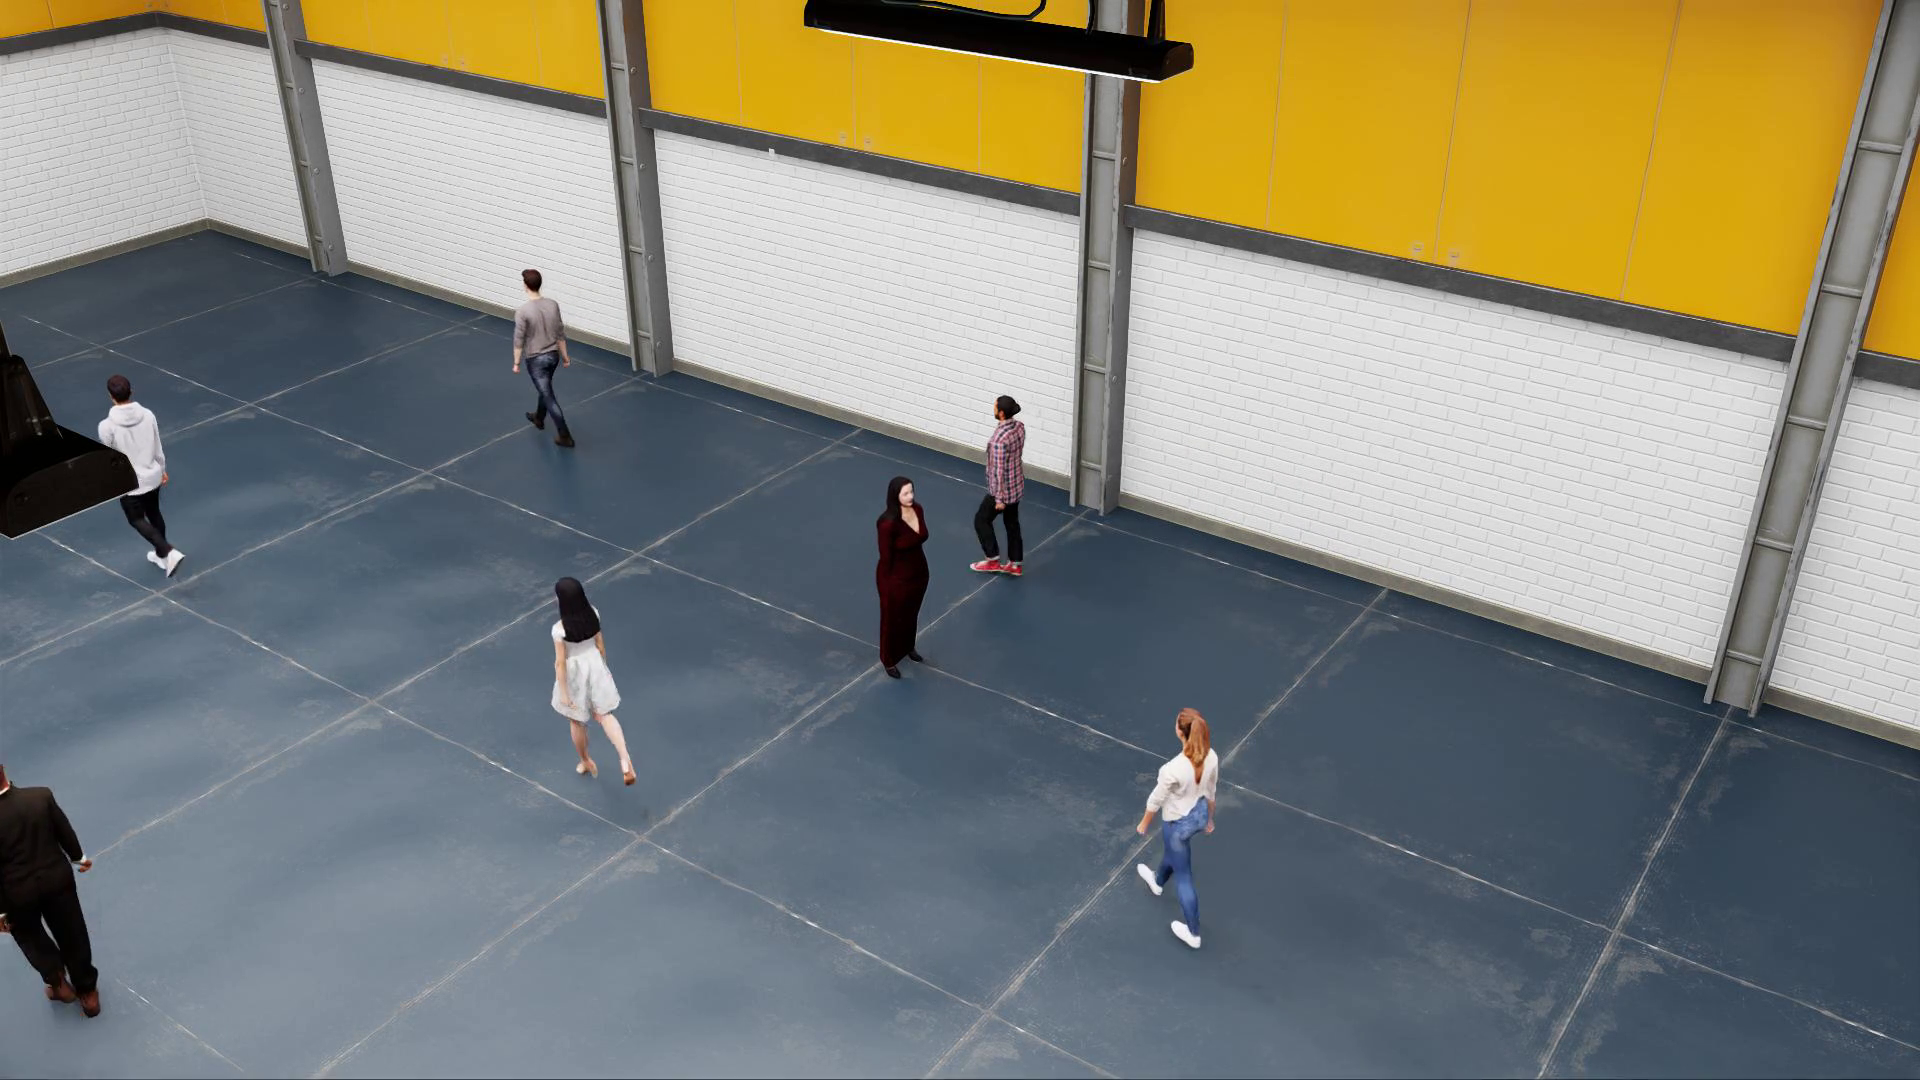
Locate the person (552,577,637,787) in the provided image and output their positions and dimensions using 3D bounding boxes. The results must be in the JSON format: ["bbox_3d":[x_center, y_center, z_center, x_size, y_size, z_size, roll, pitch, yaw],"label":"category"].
[{"bbox_3d":[-2.648,1.073,11.999,0.758,1.754,1.035,-25,37,-37],"label":"person"}]

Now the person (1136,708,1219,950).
[{"bbox_3d":[1.481,1.871,10.599,0.795,1.692,1.055,-21,35,-33],"label":"person"}]

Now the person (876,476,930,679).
[{"bbox_3d":[-0.482,0.272,13.463,0.584,1.757,0.650,19,34,31],"label":"person"}]

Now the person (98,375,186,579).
[{"bbox_3d":[-7.237,-0.522,14.764,0.975,1.905,0.659,19,34,31],"label":"person"}]

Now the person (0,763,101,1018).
[{"bbox_3d":[-5.489,2.124,9.937,0.835,1.882,0.781,-22,35,-34],"label":"person"}]

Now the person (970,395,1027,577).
[{"bbox_3d":[0.458,-0.454,14.803,0.729,1.748,0.729,15,32,26],"label":"person"}]

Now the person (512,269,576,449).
[{"bbox_3d":[-4.271,-1.823,17.203,1.220,1.854,0.822,24,37,37],"label":"person"}]
